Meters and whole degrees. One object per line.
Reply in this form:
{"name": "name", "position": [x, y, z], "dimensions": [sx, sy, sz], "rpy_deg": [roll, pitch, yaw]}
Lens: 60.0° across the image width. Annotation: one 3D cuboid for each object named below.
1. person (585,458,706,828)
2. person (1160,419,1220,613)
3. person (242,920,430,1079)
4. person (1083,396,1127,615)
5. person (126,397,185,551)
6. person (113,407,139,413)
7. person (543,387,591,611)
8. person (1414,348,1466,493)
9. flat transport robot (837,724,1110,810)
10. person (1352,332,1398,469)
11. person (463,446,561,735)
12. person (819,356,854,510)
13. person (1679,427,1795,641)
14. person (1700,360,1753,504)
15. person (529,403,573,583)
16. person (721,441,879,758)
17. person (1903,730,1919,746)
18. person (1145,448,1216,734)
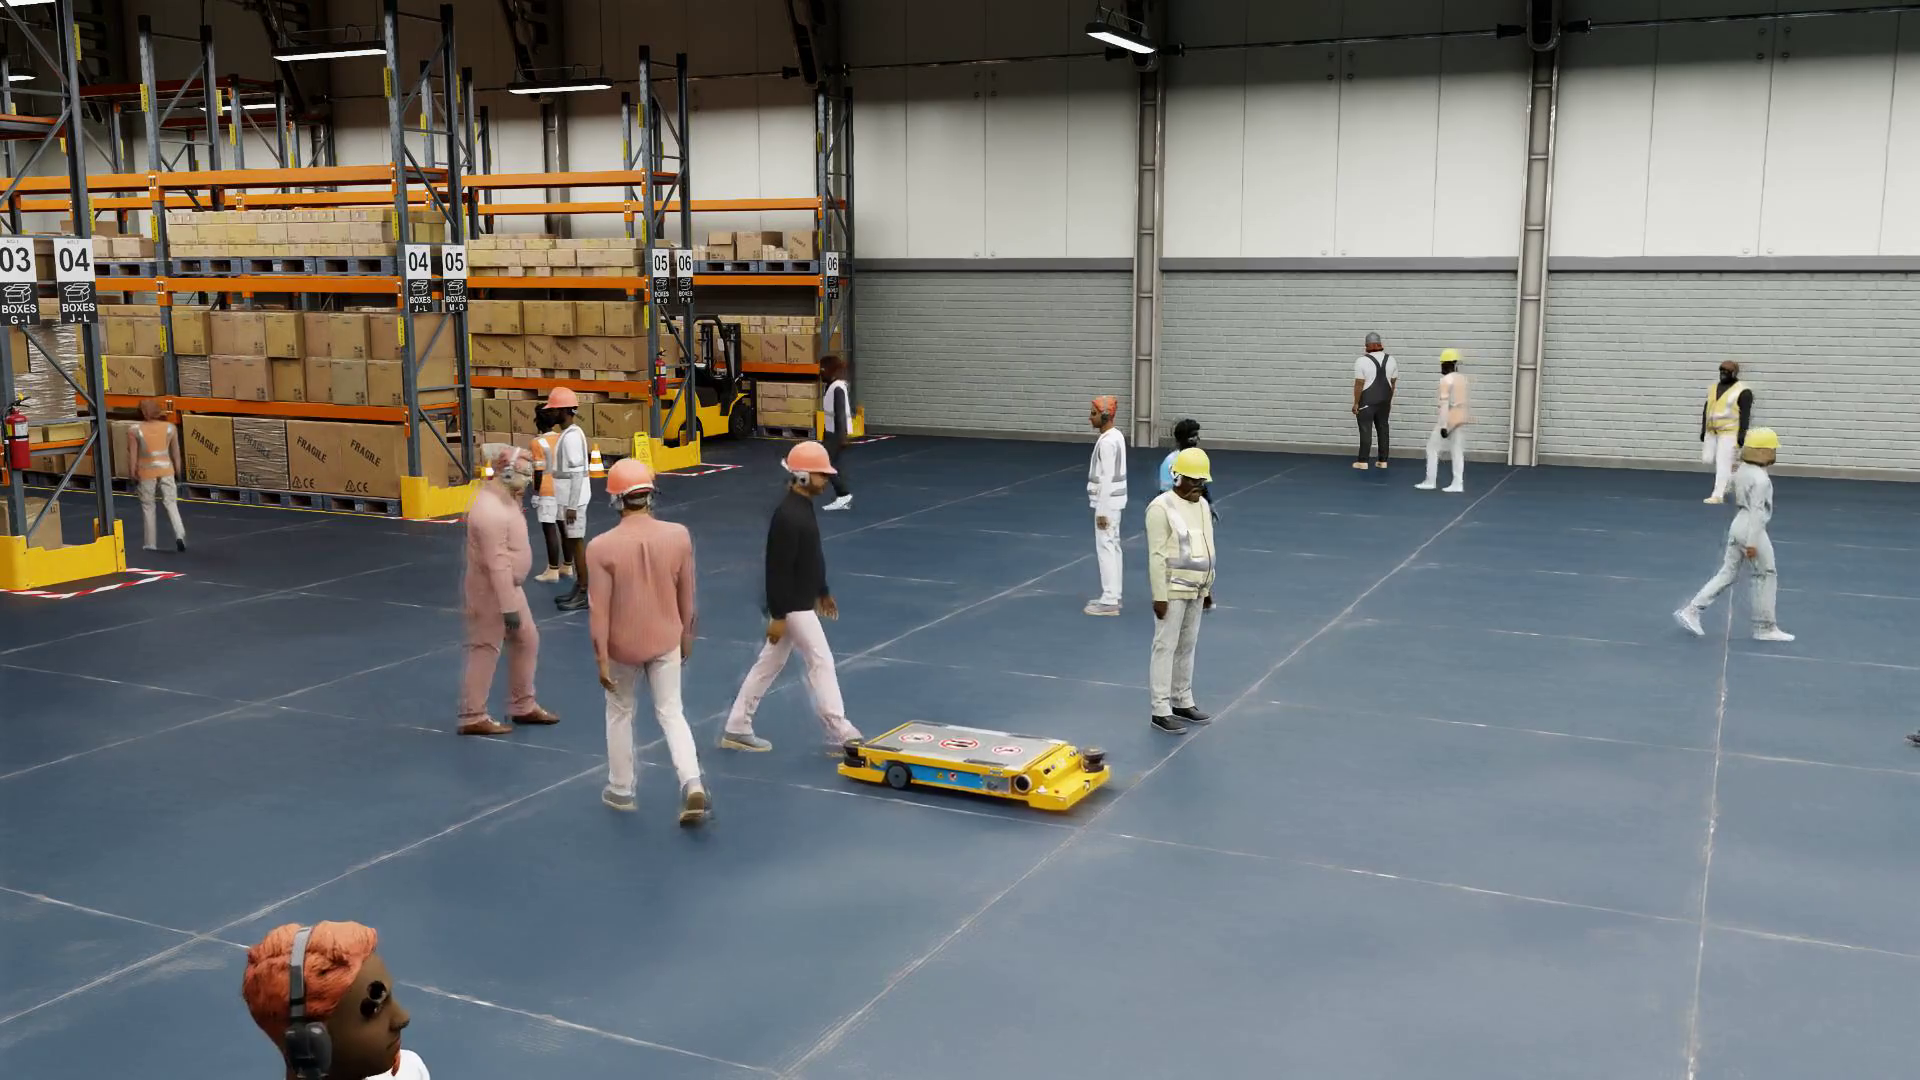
{"name": "person", "position": [-1.661, 0.545, 8.825], "dimensions": [0.616, 1.963, 0.893], "rpy_deg": [-5, 11, -29]}
{"name": "person", "position": [2.003, -0.211, 14.355], "dimensions": [0.750, 1.663, 0.550], "rpy_deg": [5, 11, 30]}
{"name": "person", "position": [-1.050, 1.556, 2.850], "dimensions": [0.345, 1.882, 0.584], "rpy_deg": [2, 10, 15]}
{"name": "person", "position": [1.255, -0.296, 14.225], "dimensions": [0.338, 1.878, 0.575], "rpy_deg": [2, 10, 13]}
{"name": "person", "position": [-8.387, -0.670, 17.333], "dimensions": [0.529, 1.651, 0.469], "rpy_deg": [-8, 12, -41]}
{"name": "person", "position": [-12.231, -1.956, 24.425], "dimensions": [0.709, 1.889, 0.374], "rpy_deg": [8, 12, 41]}
{"name": "person", "position": [-3.389, -0.355, 14.405], "dimensions": [0.379, 1.937, 0.548], "rpy_deg": [-2, 10, -14]}
{"name": "person", "position": [6.382, -1.579, 22.013], "dimensions": [0.605, 1.893, 0.798], "rpy_deg": [-8, 12, -41]}
{"name": "flat transport robot", "position": [0.075, 1.269, 9.541], "dimensions": [1.431, 0.197, 0.652], "rpy_deg": [5, 10, 26]}
{"name": "person", "position": [6.081, -2.070, 24.607], "dimensions": [0.673, 2.000, 0.536], "rpy_deg": [-3, 10, -17]}
{"name": "person", "position": [-2.831, 0.332, 10.448], "dimensions": [0.729, 1.855, 0.703], "rpy_deg": [-1, 9, -5]}
{"name": "person", "position": [-1.542, -1.294, 20.270], "dimensions": [0.469, 1.898, 0.633], "rpy_deg": [-2, 10, -14]}
{"name": "person", "position": [6.208, -0.048, 13.207], "dimensions": [0.814, 1.712, 0.489], "rpy_deg": [0, 9, 1]}
{"name": "person", "position": [9.659, -1.360, 20.920], "dimensions": [0.605, 1.823, 0.629], "rpy_deg": [-4, 10, -23]}
{"name": "person", "position": [-3.860, -0.445, 15.689], "dimensions": [0.322, 1.696, 0.536], "rpy_deg": [4, 10, 22]}
{"name": "person", "position": [-0.998, 0.367, 10.023], "dimensions": [1.017, 1.942, 0.613], "rpy_deg": [-1, 9, -3]}
{"name": "person", "position": [6.333, 0.402, 10.187], "dimensions": [0.842, 1.806, 0.599], "rpy_deg": [-1, 9, -6]}
{"name": "person", "position": [1.431, 0.313, 10.661], "dimensions": [0.403, 1.822, 0.586], "rpy_deg": [8, 12, 40]}
